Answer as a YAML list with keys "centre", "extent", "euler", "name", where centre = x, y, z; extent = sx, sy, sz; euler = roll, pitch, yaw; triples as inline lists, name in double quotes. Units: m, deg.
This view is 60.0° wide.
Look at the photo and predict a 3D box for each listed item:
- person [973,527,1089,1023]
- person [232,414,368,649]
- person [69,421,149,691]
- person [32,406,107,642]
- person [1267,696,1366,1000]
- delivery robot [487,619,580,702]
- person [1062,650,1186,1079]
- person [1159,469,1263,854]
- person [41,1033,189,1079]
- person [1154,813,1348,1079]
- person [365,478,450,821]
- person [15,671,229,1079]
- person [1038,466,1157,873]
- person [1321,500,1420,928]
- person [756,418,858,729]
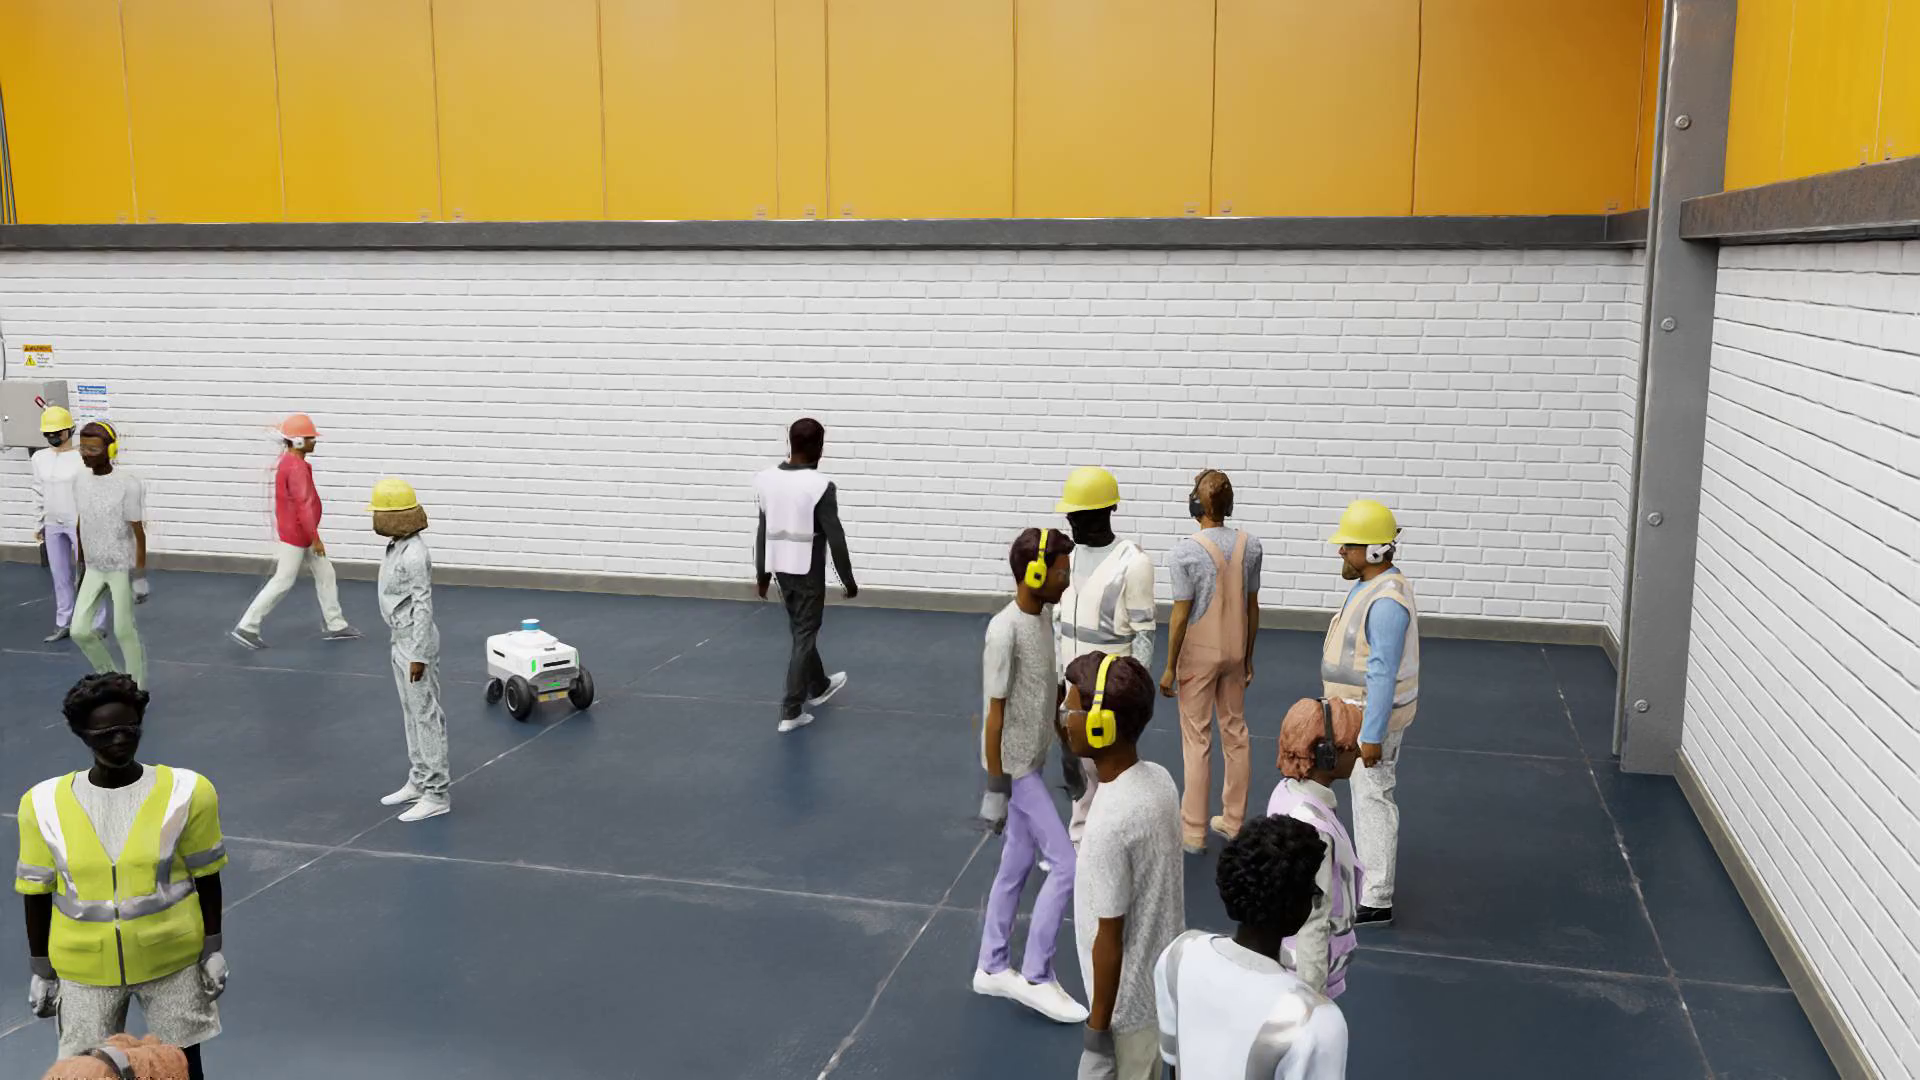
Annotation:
- centre: [0.328, 0.870, 6.217]
  extent: [0.615, 1.840, 0.548]
  euler: [3, 10, 15]
  name: "person"
- centre: [-4.887, -0.067, 12.142]
  extent: [0.892, 1.713, 0.562]
  euler: [-3, 10, -19]
  name: "person"
- centre: [-5.213, 0.197, 10.161]
  extent: [0.573, 1.851, 0.455]
  euler: [2, 10, 13]
  name: "person"
- centre: [-6.567, -0.106, 12.239]
  extent: [0.528, 1.761, 0.339]
  euler: [1, 10, 9]
  name: "person"
- centre: [0.962, 1.239, 4.687]
  extent: [0.316, 1.633, 0.514]
  euler: [1, 10, 7]
  name: "person"
- centre: [-2.697, 0.743, 10.490]
  extent: [0.477, 0.478, 0.707]
  euler: [-8, 12, -38]
  name: "delivery robot"
- centre: [0.416, 1.200, 4.260]
  extent: [0.348, 1.858, 0.508]
  euler: [4, 10, 21]
  name: "person"
- centre: [1.191, 0.578, 7.943]
  extent: [0.504, 1.847, 0.345]
  euler: [-5, 11, -25]
  name: "person"
- centre: [-1.328, 1.588, 2.638]
  extent: [0.562, 1.630, 0.331]
  euler: [6, 11, 31]
  name: "person"
- centre: [0.612, 1.404, 3.544]
  extent: [0.319, 1.689, 0.537]
  euler: [-6, 11, -31]
  name: "person"
- centre: [-2.802, 0.549, 8.423]
  extent: [0.312, 1.741, 0.487]
  euler: [-6, 11, -30]
  name: "person"
- centre: [-2.352, 1.200, 4.722]
  extent: [0.548, 1.696, 0.316]
  euler: [-3, 10, -19]
  name: "person"
- centre: [0.613, 0.620, 7.477]
  extent: [0.388, 1.920, 0.590]
  euler: [-7, 12, -37]
  name: "person"
- centre: [1.741, 0.732, 7.106]
  extent: [0.403, 1.824, 0.592]
  euler: [1, 10, 7]
  name: "person"
- centre: [-0.897, 0.183, 10.245]
  extent: [0.618, 1.873, 0.899]
  euler: [7, 12, 36]
  name: "person"
